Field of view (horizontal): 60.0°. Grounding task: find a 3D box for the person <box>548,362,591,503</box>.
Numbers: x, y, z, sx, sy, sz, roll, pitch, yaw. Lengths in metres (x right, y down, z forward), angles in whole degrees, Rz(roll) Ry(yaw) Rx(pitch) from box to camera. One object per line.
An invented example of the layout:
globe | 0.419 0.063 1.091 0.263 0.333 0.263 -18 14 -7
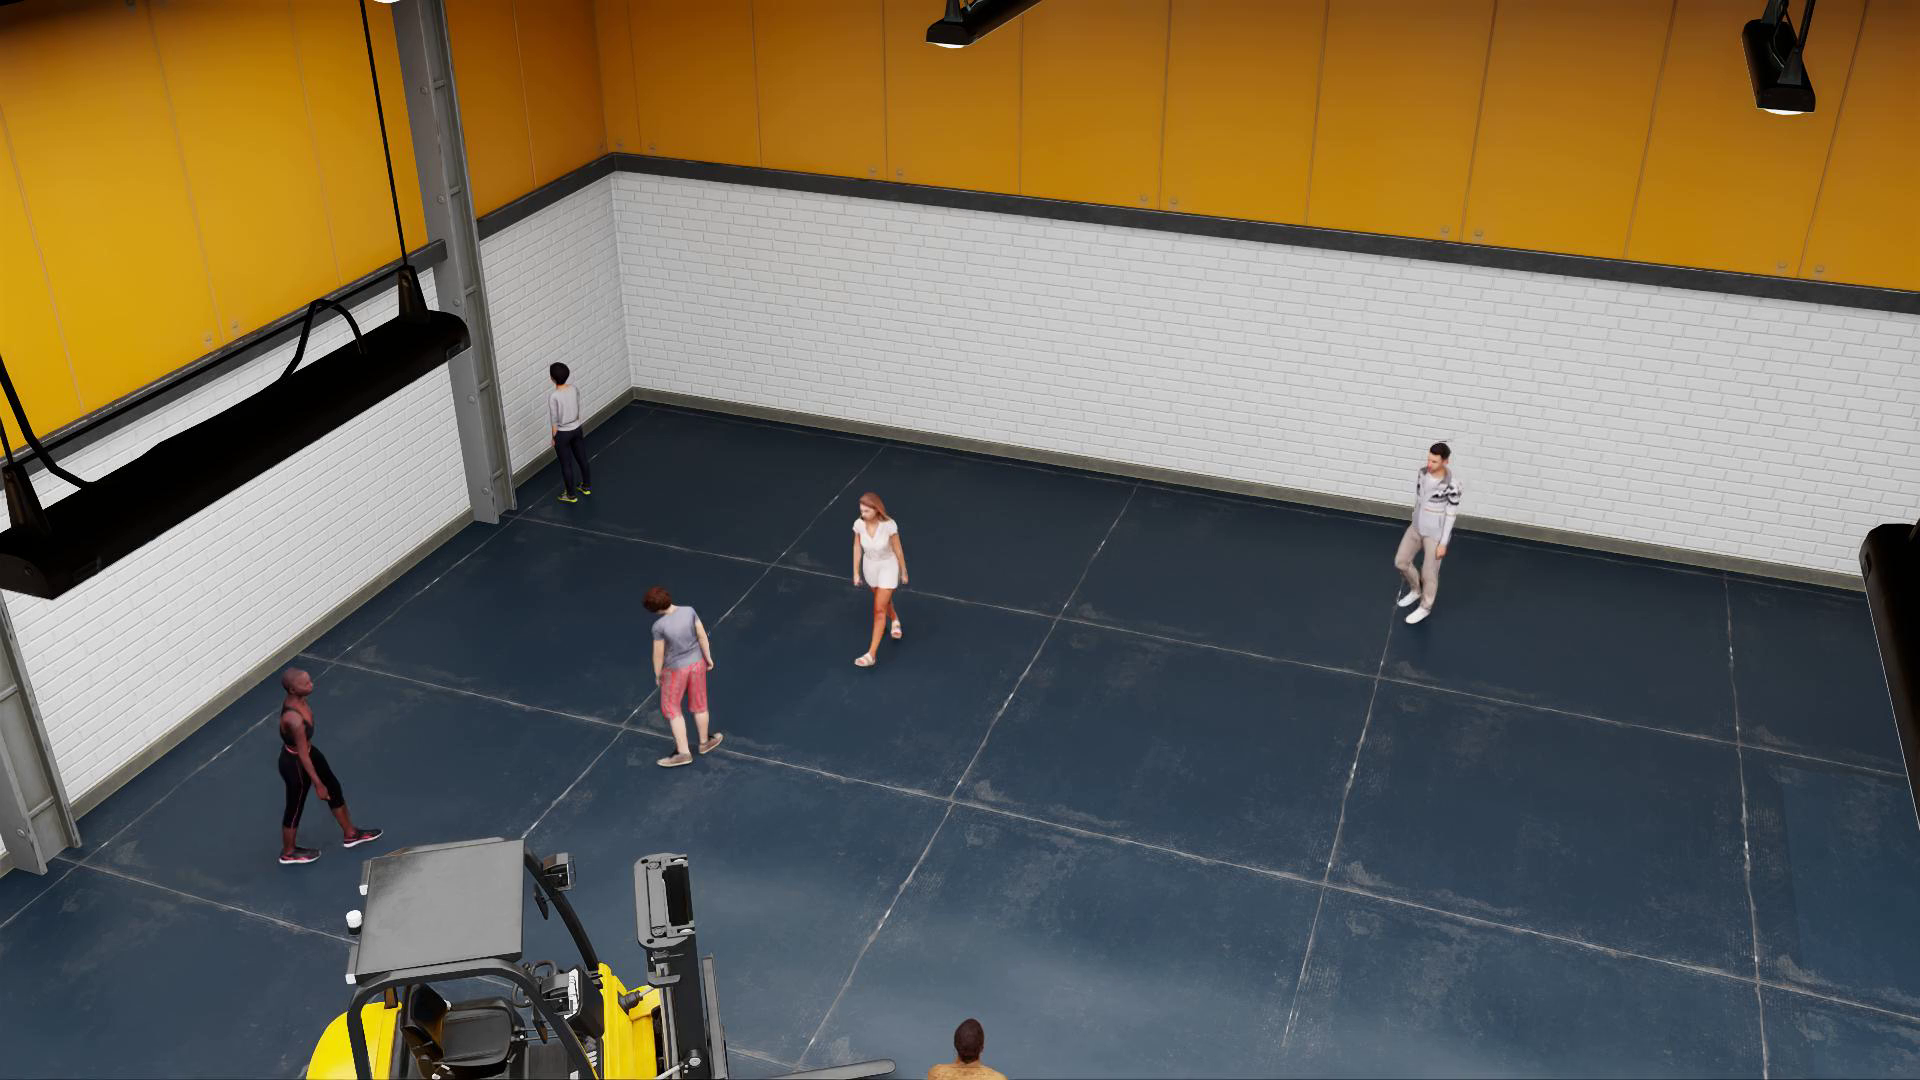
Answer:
person | -4.175 -1.160 17.697 0.660 1.552 0.512 20 34 32

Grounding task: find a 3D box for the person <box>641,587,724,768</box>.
person | -2.200 1.061 13.557 0.784 1.618 0.895 -9 30 -15

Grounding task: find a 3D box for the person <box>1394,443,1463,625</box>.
person | 4.430 -0.112 15.466 0.861 1.850 0.819 -15 32 -25

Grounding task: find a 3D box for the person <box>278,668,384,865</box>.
person | -4.976 1.700 12.276 0.997 1.722 1.017 -8 30 -14

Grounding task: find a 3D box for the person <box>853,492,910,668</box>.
person | -0.671 0.270 14.991 0.621 1.633 1.103 8 30 14

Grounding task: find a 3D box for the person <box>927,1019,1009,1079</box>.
person | 0.025 3.410 9.057 0.741 1.805 0.788 2 29 4
